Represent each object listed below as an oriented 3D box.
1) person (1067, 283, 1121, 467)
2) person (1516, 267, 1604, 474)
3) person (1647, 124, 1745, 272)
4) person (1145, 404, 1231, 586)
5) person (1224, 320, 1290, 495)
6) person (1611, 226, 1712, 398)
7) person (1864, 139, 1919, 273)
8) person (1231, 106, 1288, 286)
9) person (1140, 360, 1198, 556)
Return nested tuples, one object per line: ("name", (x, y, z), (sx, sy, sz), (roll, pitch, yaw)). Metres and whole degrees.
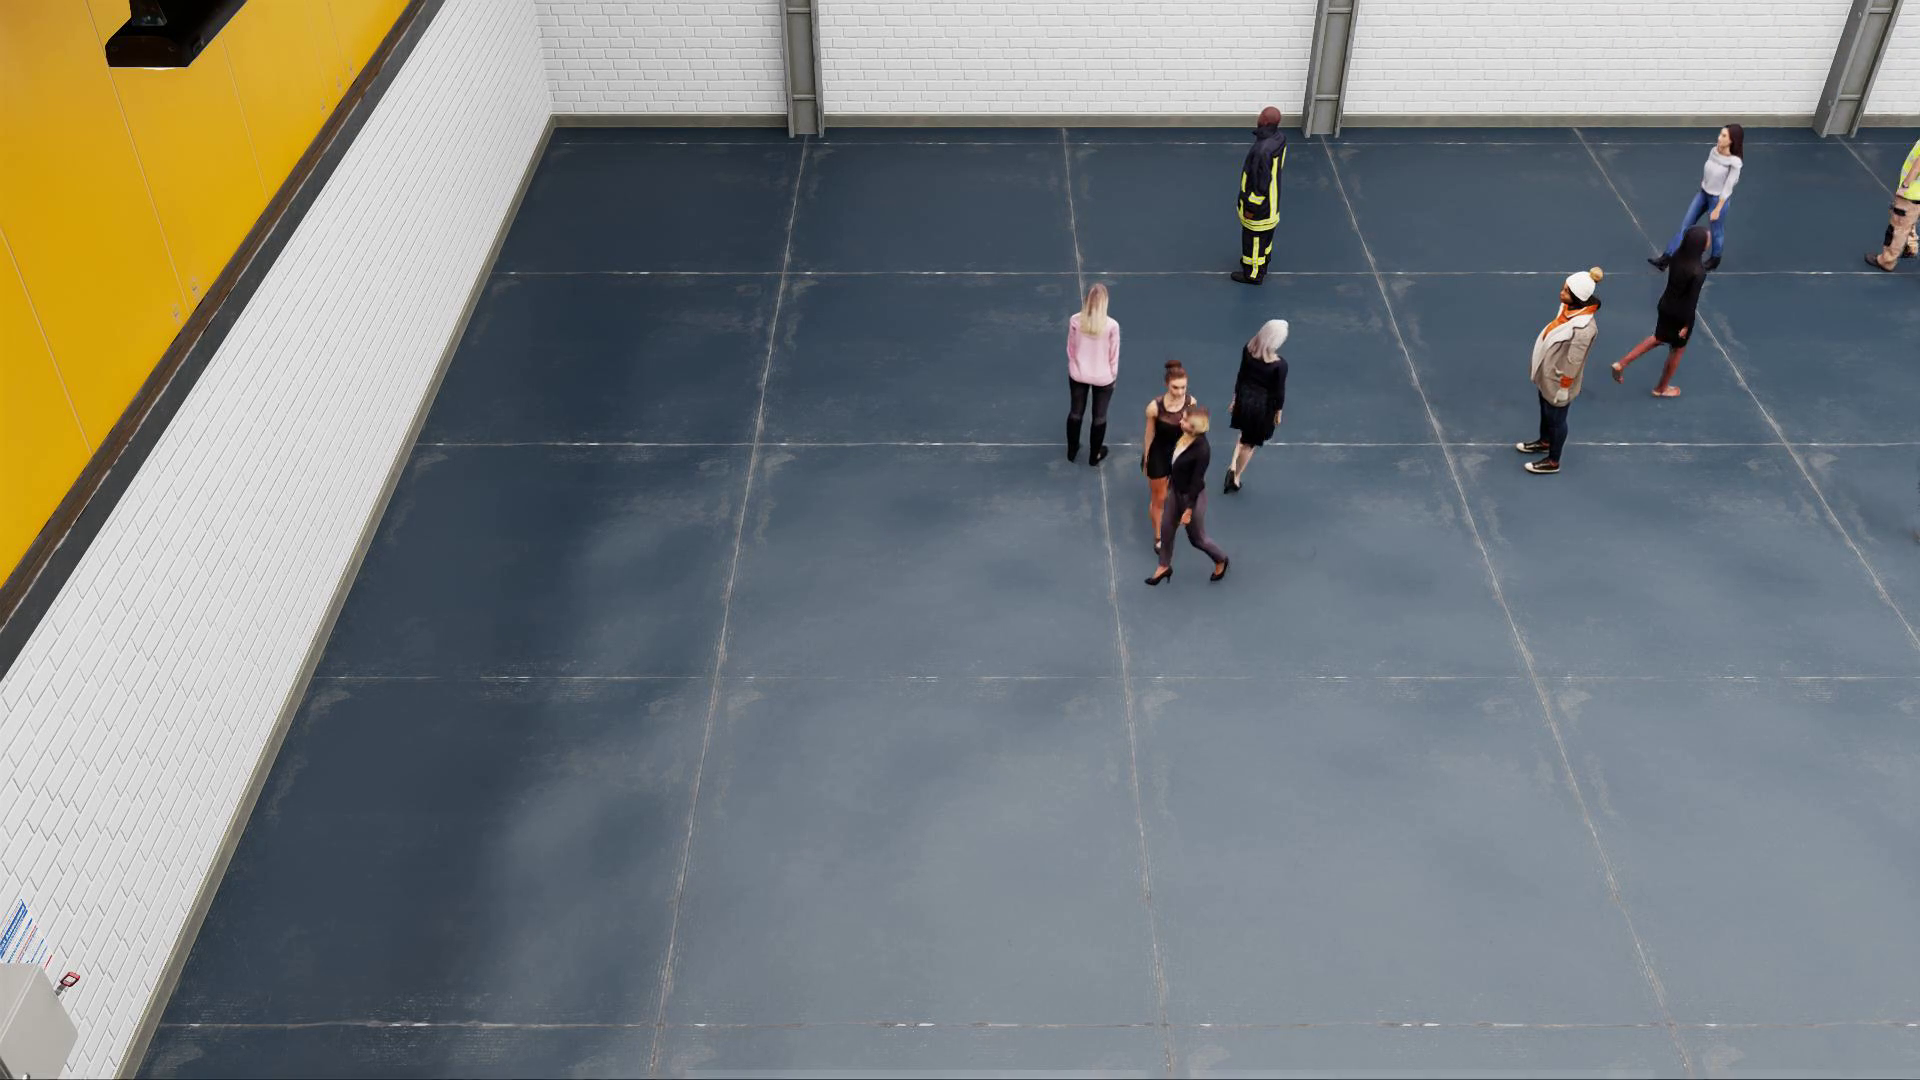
("person", (1.098, -1.367, 13.827), (0.599, 1.686, 0.729), (13, 40, 16))
("person", (4.999, -1.430, 13.741), (0.677, 1.892, 0.691), (3, 39, 4))
("person", (7.482, -3.330, 16.362), (1.083, 1.590, 0.799), (-9, 40, -11))
("person", (1.795, -0.293, 12.513), (0.950, 1.648, 0.728), (-10, 40, -13))
("person", (2.345, -0.998, 13.335), (0.808, 1.723, 0.868), (27, 46, 30))
("person", (6.191, -1.977, 14.577), (0.955, 1.704, 0.704), (-6, 39, -7))
("person", (9.464, -3.459, 16.327), (0.856, 1.834, 0.919), (-29, 47, -31))
("person", (2.956, -3.385, 16.245), (0.860, 1.822, 0.860), (19, 43, 23))
("person", (1.606, -0.699, 13.009), (0.864, 1.663, 0.744), (-7, 39, -8))
